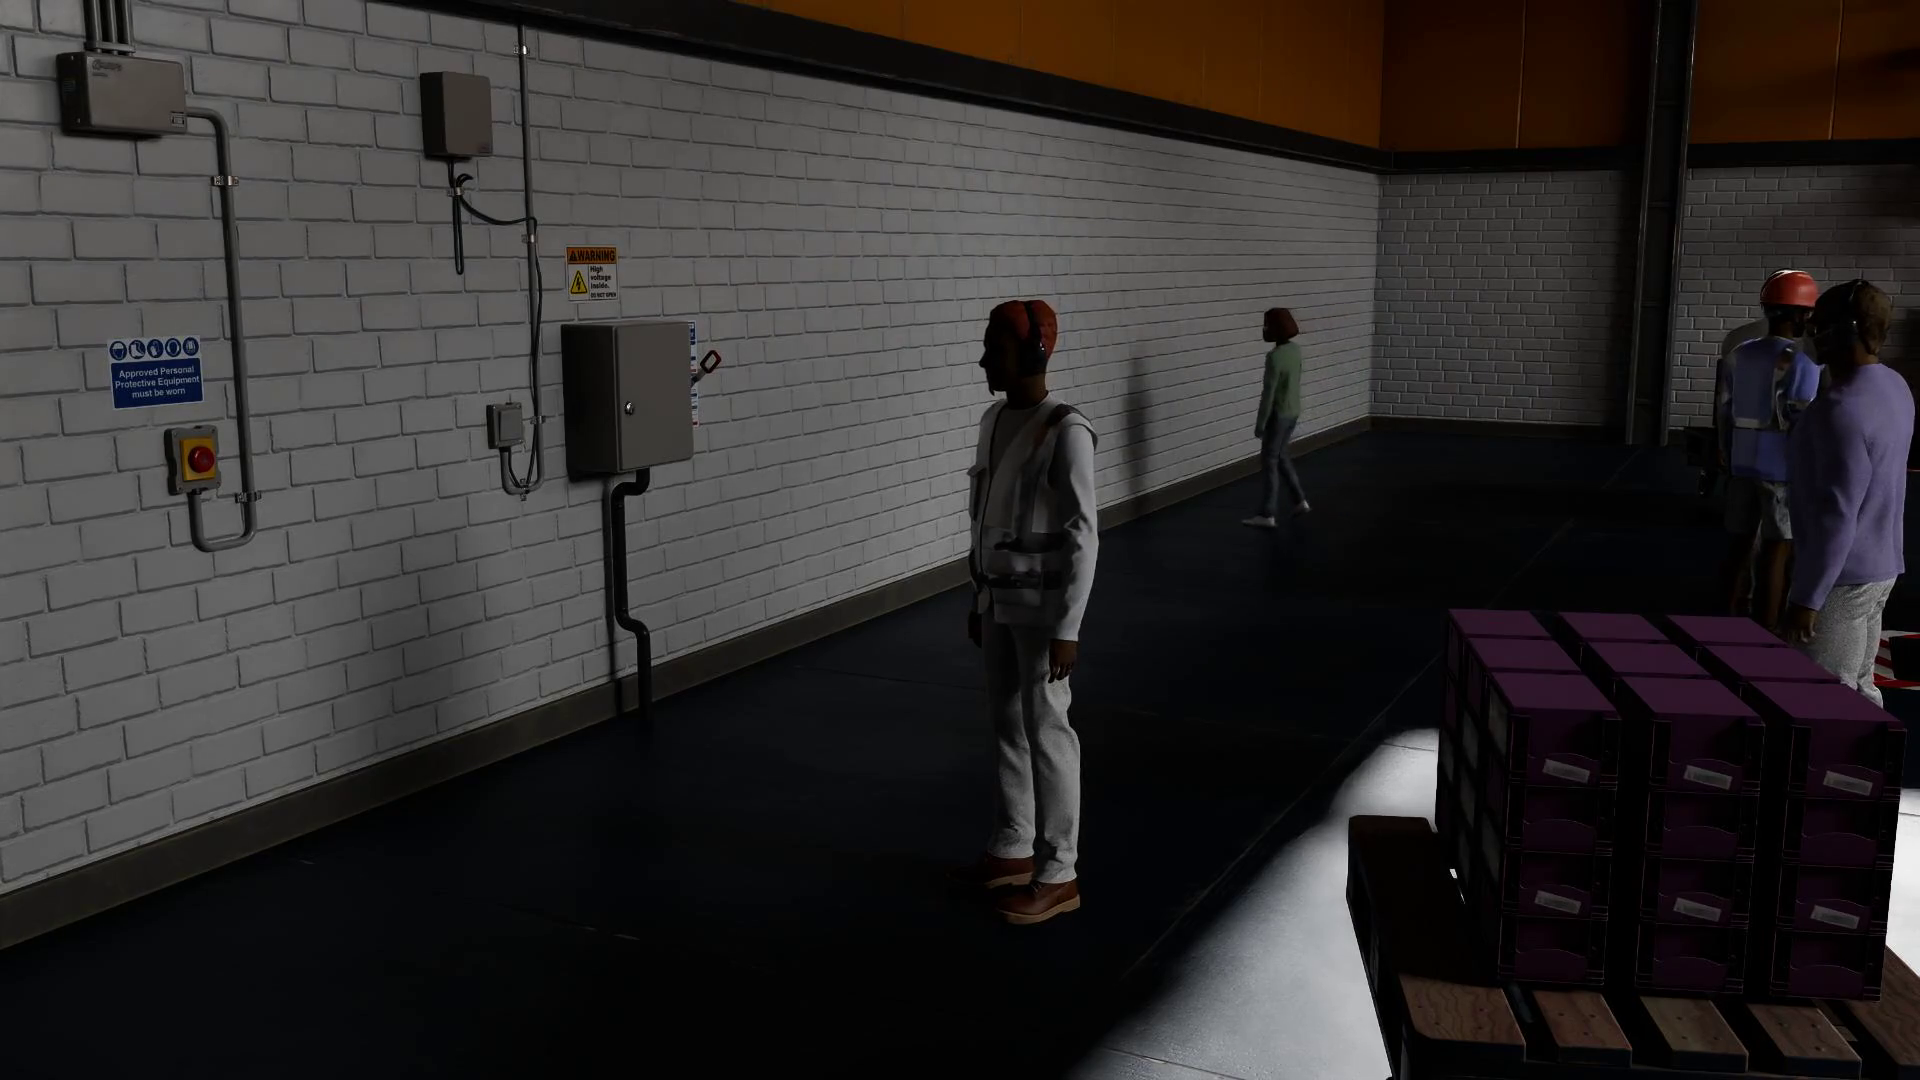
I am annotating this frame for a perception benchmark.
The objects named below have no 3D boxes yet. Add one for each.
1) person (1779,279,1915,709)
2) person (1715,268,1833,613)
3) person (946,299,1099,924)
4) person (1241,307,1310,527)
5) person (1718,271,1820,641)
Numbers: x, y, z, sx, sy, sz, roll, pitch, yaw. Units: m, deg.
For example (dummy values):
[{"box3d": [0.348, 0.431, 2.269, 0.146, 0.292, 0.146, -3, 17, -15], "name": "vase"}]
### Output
[{"box3d": [2.823, 0.138, 5.372, 0.371, 1.941, 0.627, 9, 13, 41], "name": "person"}, {"box3d": [4.561, -0.540, 9.312, 0.627, 1.936, 0.373, 3, 10, 16], "name": "person"}, {"box3d": [0.192, 0.216, 5.080, 0.345, 1.882, 0.584, -5, 11, -28], "name": "person"}, {"box3d": [2.333, -0.900, 12.279, 0.392, 1.623, 0.544, 7, 12, 34], "name": "person"}, {"box3d": [4.006, -0.348, 8.195, 0.377, 1.932, 0.552, -3, 10, -19], "name": "person"}]
